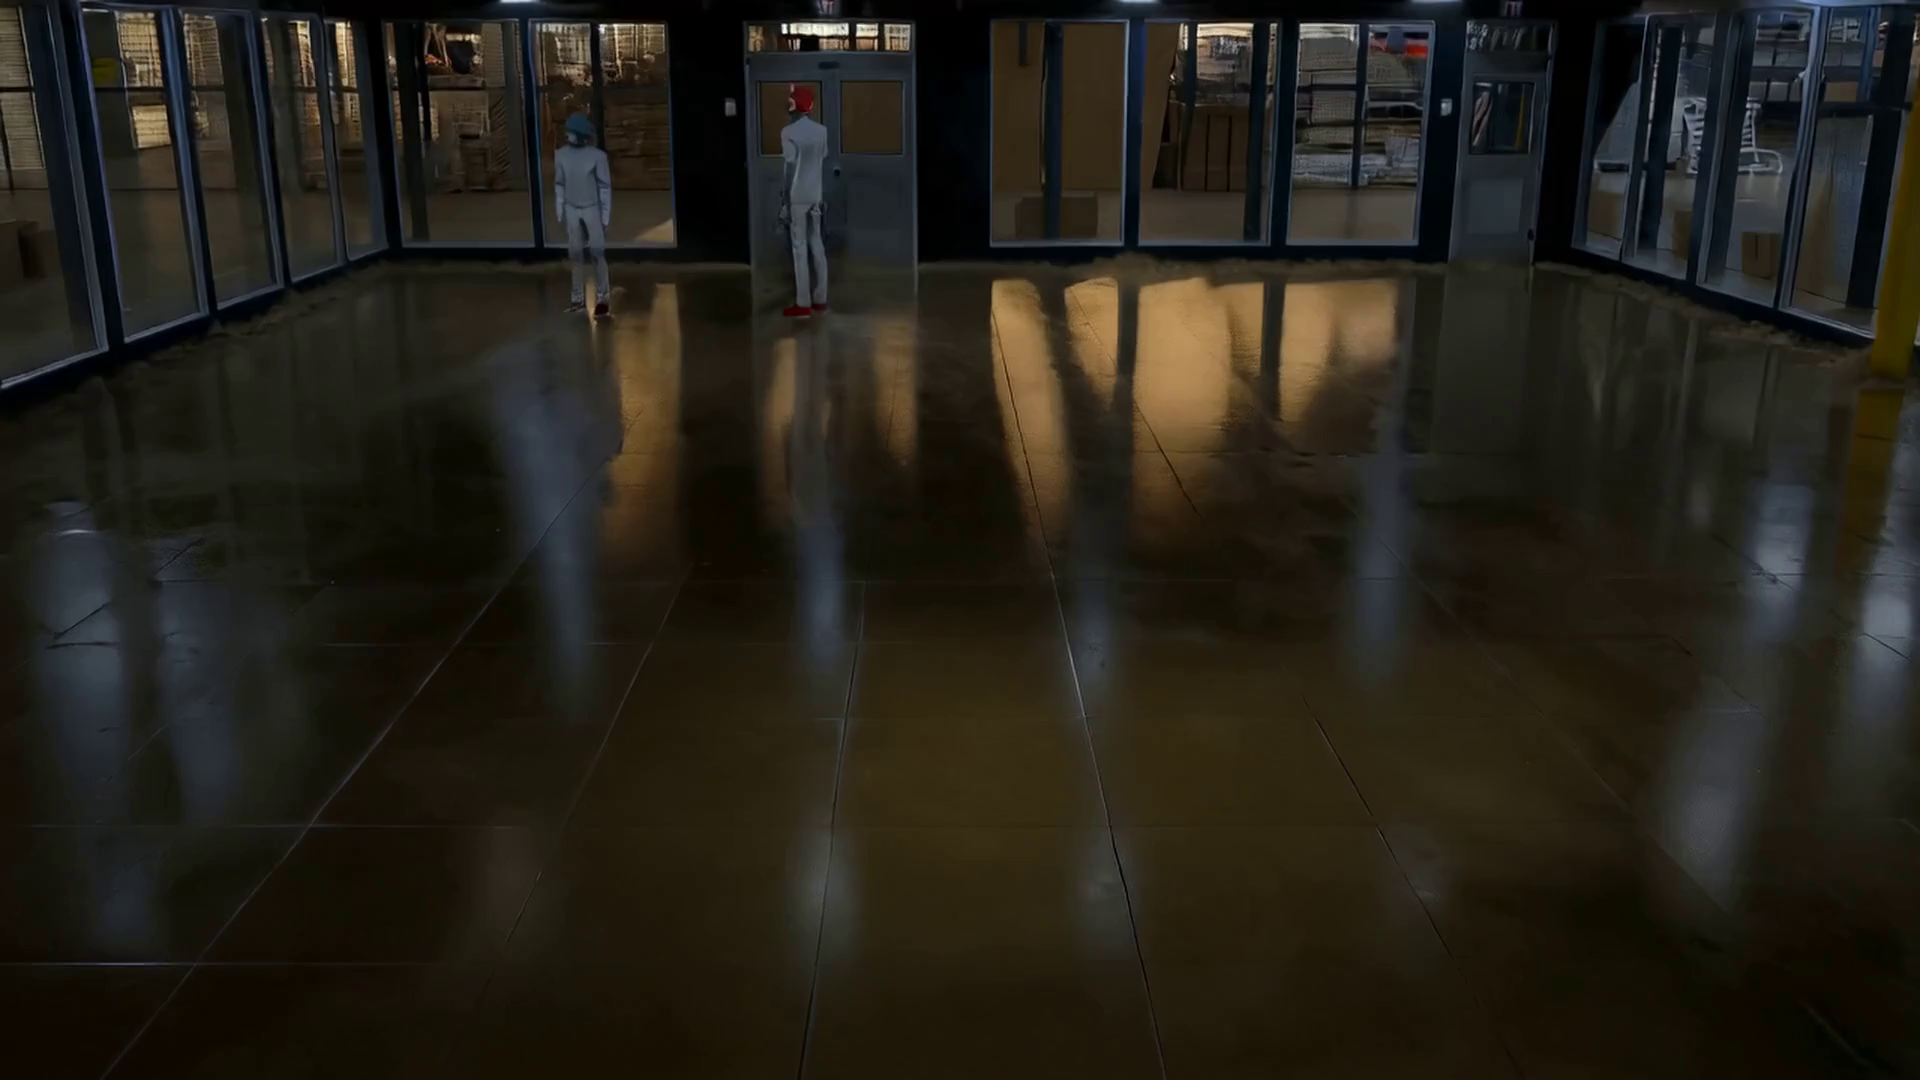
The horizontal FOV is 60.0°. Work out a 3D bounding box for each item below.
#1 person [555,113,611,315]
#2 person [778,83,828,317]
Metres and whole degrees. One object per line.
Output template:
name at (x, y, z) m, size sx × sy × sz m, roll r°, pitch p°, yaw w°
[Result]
person at (-3.089, -2.664, 13.642) m, size 0.499 × 1.634 × 0.285 m, roll 6°, pitch 17°, yaw 20°
person at (-1.284, -2.760, 13.564) m, size 0.323 × 1.871 × 0.530 m, roll 12°, pitch 20°, yaw 36°
